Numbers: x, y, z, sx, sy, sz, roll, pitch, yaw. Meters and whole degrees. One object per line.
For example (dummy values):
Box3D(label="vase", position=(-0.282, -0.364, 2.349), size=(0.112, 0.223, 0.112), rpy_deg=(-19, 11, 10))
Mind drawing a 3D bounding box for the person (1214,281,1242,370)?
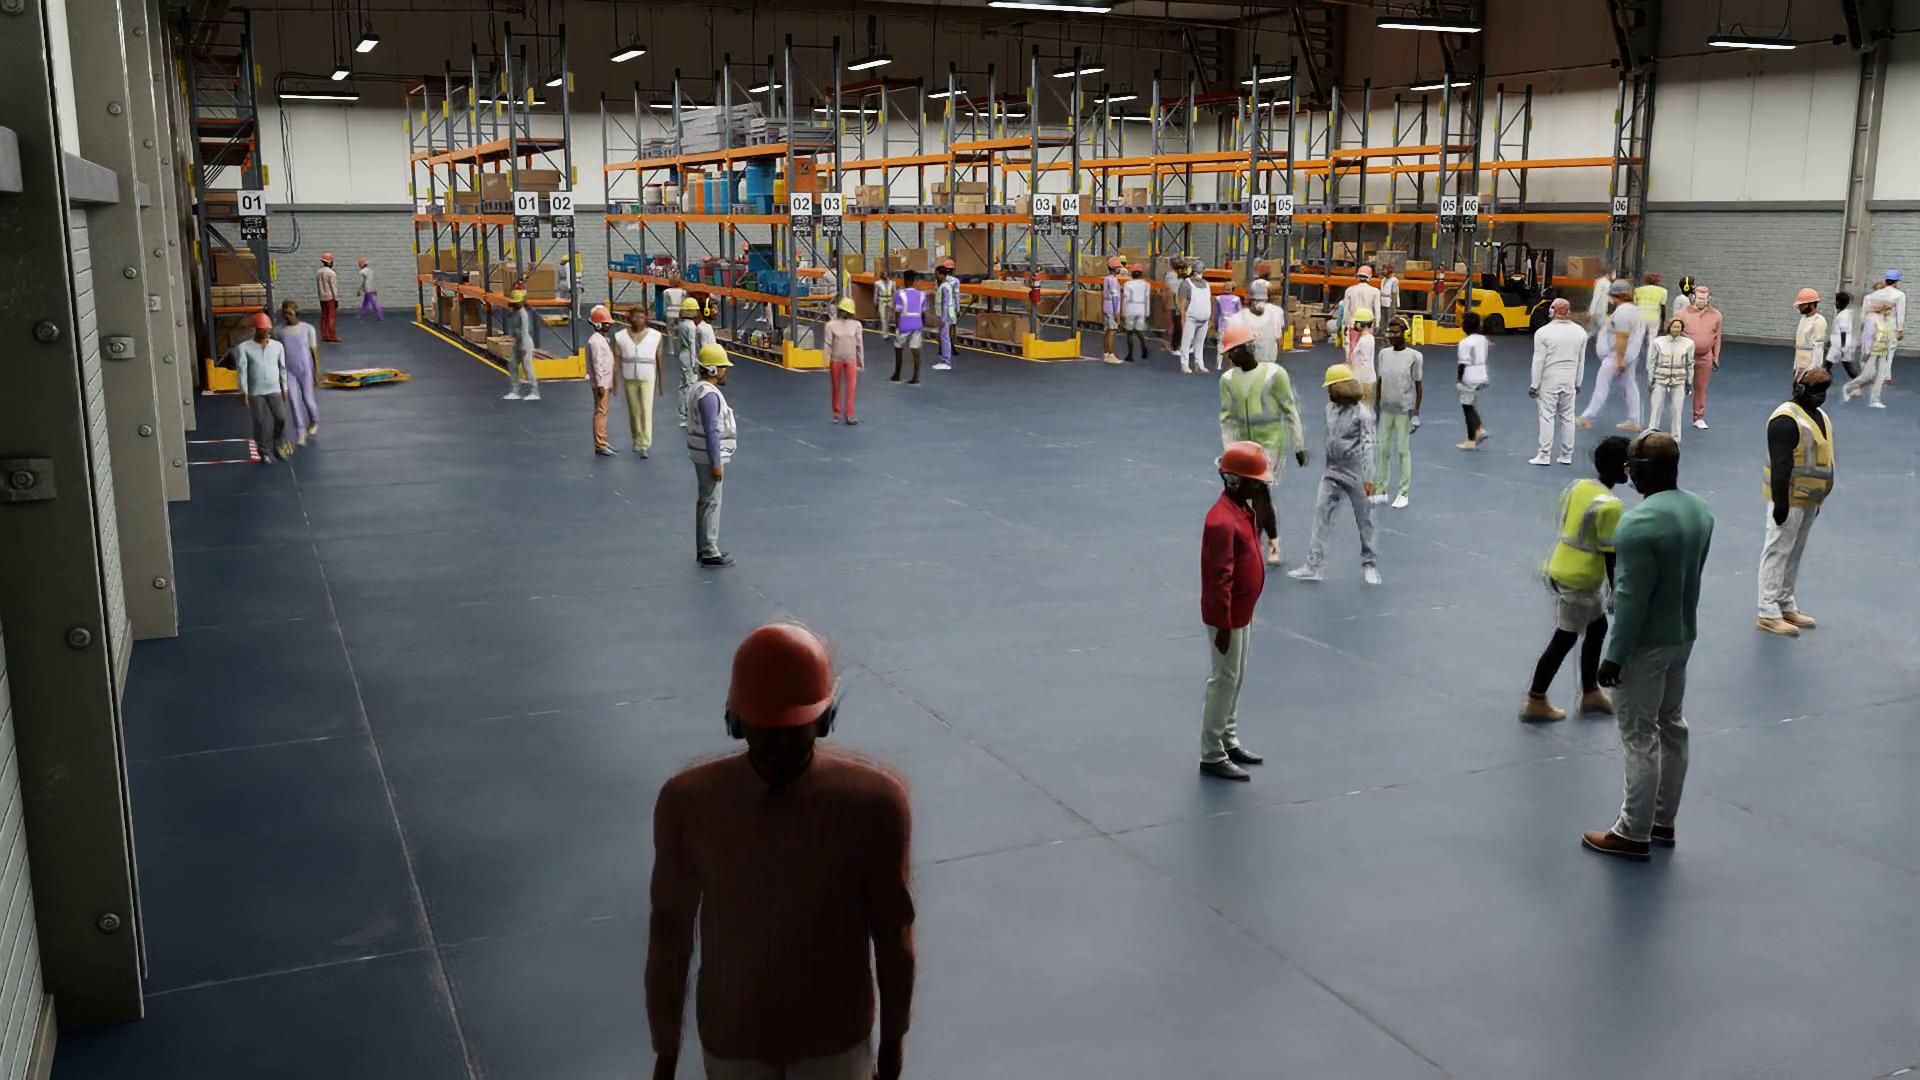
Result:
Box3D(label="person", position=(4.906, -3.917, 30.464), size=(0.523, 1.638, 0.310), rpy_deg=(6, 13, 28))

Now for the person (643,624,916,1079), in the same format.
Box3D(label="person", position=(-0.418, 1.149, 3.866), size=(0.614, 1.977, 0.426), rpy_deg=(1, 11, 4))

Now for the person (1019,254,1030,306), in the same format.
Box3D(label="person", position=(2.069, -7.978, 51.155), size=(0.525, 1.599, 0.740), rpy_deg=(-8, 13, -34))

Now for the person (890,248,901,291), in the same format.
Box3D(label="person", position=(-1.819, -7.084, 45.877), size=(0.410, 1.908, 0.643), rpy_deg=(-5, 12, -24))

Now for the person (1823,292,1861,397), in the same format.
Box3D(label="person", position=(13.760, -3.055, 26.063), size=(0.849, 1.649, 0.539), rpy_deg=(7, 13, 33))

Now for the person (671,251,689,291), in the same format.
Box3D(label="person", position=(-7.581, -6.942, 45.106), size=(0.381, 1.923, 0.591), rpy_deg=(8, 14, 37))

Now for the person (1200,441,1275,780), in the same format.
Box3D(label="person", position=(1.411, 0.355, 8.499), size=(0.351, 1.739, 0.573), rpy_deg=(4, 12, 19))

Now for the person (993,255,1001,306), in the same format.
Box3D(label="person", position=(1.073, -7.716, 49.805), size=(0.277, 1.627, 0.502), rpy_deg=(-5, 12, -24))

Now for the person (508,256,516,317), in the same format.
Box3D(label="person", position=(-12.363, -7.042, 46.091), size=(0.363, 1.743, 0.552), rpy_deg=(-6, 13, -27))

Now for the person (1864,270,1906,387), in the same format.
Box3D(label="person", position=(15.460, -3.531, 27.751), size=(0.424, 1.938, 0.604), rpy_deg=(-5, 12, -25))

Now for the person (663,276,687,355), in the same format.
Box3D(label="person", position=(-5.745, -4.538, 33.690), size=(0.523, 1.620, 0.647), rpy_deg=(-5, 12, -24))

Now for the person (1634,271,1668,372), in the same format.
Box3D(label="person", position=(12.427, -3.939, 30.138), size=(0.676, 1.821, 0.379), rpy_deg=(7, 13, 32))

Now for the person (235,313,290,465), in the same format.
Box3D(label="person", position=(-7.967, -1.724, 19.056), size=(0.585, 1.739, 0.425), rpy_deg=(-9, 14, -40))

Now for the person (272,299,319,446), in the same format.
Box3D(label="person", position=(-8.259, -2.092, 20.733), size=(0.518, 1.821, 0.580), rpy_deg=(-3, 12, -15))

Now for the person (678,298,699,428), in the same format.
Box3D(label="person", position=(-3.632, -2.390, 22.435), size=(0.321, 1.742, 0.492), rpy_deg=(-6, 13, -28))

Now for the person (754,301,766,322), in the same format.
Box3D(label="person", position=(-5.271, -6.763, 44.253), size=(0.400, 1.907, 0.645), rpy_deg=(-6, 13, -30))

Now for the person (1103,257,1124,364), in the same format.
Box3D(label="person", position=(2.926, -4.378, 31.776), size=(0.373, 2.044, 0.606), rpy_deg=(-2, 11, -11))

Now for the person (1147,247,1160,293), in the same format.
Box3D(label="person", position=(4.885, -6.450, 42.346), size=(0.408, 2.036, 0.606), rpy_deg=(-3, 11, -13))

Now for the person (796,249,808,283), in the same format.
Box3D(label="person", position=(-5.063, -8.278, 52.379), size=(0.574, 1.738, 0.352), rpy_deg=(-2, 11, -12))

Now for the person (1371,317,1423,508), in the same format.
Box3D(label="person", position=(4.278, -1.250, 16.317), size=(0.335, 1.873, 0.521), rpy_deg=(-10, 15, -42))

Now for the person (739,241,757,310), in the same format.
Box3D(label="person", position=(-6.299, -7.855, 49.485), size=(0.618, 2.030, 0.410), rpy_deg=(3, 12, 15))

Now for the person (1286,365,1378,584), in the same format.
Box3D(label="person", position=(2.960, -0.494, 12.897), size=(0.722, 1.699, 0.565), rpy_deg=(-8, 14, -35))

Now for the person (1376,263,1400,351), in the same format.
Box3D(label="person", position=(8.930, -4.827, 34.602), size=(0.385, 1.835, 0.570), rpy_deg=(-3, 11, -13))

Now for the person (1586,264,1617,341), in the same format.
Box3D(label="person", position=(12.494, -4.476, 32.708), size=(0.935, 1.889, 0.663), rpy_deg=(6, 13, 29))

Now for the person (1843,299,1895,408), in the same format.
Box3D(label="person", position=(13.599, -2.780, 24.789), size=(0.550, 1.605, 0.602), rpy_deg=(-6, 13, -29))

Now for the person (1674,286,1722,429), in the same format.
Box3D(label="person", position=(9.846, -2.434, 22.260), size=(0.639, 1.902, 0.407), rpy_deg=(1, 11, 7))

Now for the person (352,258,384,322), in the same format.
Box3D(label="person", position=(-15.682, -6.606, 43.981), size=(0.924, 1.695, 0.548), rpy_deg=(1, 11, 4))

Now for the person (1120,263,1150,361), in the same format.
Box3D(label="person", position=(3.414, -4.417, 32.306), size=(0.556, 1.913, 0.539), rpy_deg=(-4, 12, -19))

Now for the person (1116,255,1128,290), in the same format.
Box3D(label="person", position=(4.218, -6.545, 43.489), size=(0.324, 1.769, 0.523), rpy_deg=(-8, 13, -34))

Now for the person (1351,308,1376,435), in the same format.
Box3D(label="person", position=(4.759, -1.853, 19.668), size=(0.337, 1.772, 0.539), rpy_deg=(3, 12, 16))

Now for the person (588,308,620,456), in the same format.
Box3D(label="person", position=(-4.253, -1.887, 19.852), size=(0.330, 1.751, 0.563), rpy_deg=(-1, 11, -5))

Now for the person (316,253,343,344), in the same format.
Box3D(label="person", position=(-13.939, -5.328, 36.755), size=(0.622, 1.989, 0.406), rpy_deg=(7, 13, 32))

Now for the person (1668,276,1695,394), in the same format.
Box3D(label="person", position=(11.556, -3.271, 26.593), size=(0.323, 1.871, 0.528), rpy_deg=(2, 11, 9))

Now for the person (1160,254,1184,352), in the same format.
Box3D(label="person", position=(4.481, -4.957, 34.722), size=(0.685, 2.000, 0.535), rpy_deg=(-9, 14, -38))
